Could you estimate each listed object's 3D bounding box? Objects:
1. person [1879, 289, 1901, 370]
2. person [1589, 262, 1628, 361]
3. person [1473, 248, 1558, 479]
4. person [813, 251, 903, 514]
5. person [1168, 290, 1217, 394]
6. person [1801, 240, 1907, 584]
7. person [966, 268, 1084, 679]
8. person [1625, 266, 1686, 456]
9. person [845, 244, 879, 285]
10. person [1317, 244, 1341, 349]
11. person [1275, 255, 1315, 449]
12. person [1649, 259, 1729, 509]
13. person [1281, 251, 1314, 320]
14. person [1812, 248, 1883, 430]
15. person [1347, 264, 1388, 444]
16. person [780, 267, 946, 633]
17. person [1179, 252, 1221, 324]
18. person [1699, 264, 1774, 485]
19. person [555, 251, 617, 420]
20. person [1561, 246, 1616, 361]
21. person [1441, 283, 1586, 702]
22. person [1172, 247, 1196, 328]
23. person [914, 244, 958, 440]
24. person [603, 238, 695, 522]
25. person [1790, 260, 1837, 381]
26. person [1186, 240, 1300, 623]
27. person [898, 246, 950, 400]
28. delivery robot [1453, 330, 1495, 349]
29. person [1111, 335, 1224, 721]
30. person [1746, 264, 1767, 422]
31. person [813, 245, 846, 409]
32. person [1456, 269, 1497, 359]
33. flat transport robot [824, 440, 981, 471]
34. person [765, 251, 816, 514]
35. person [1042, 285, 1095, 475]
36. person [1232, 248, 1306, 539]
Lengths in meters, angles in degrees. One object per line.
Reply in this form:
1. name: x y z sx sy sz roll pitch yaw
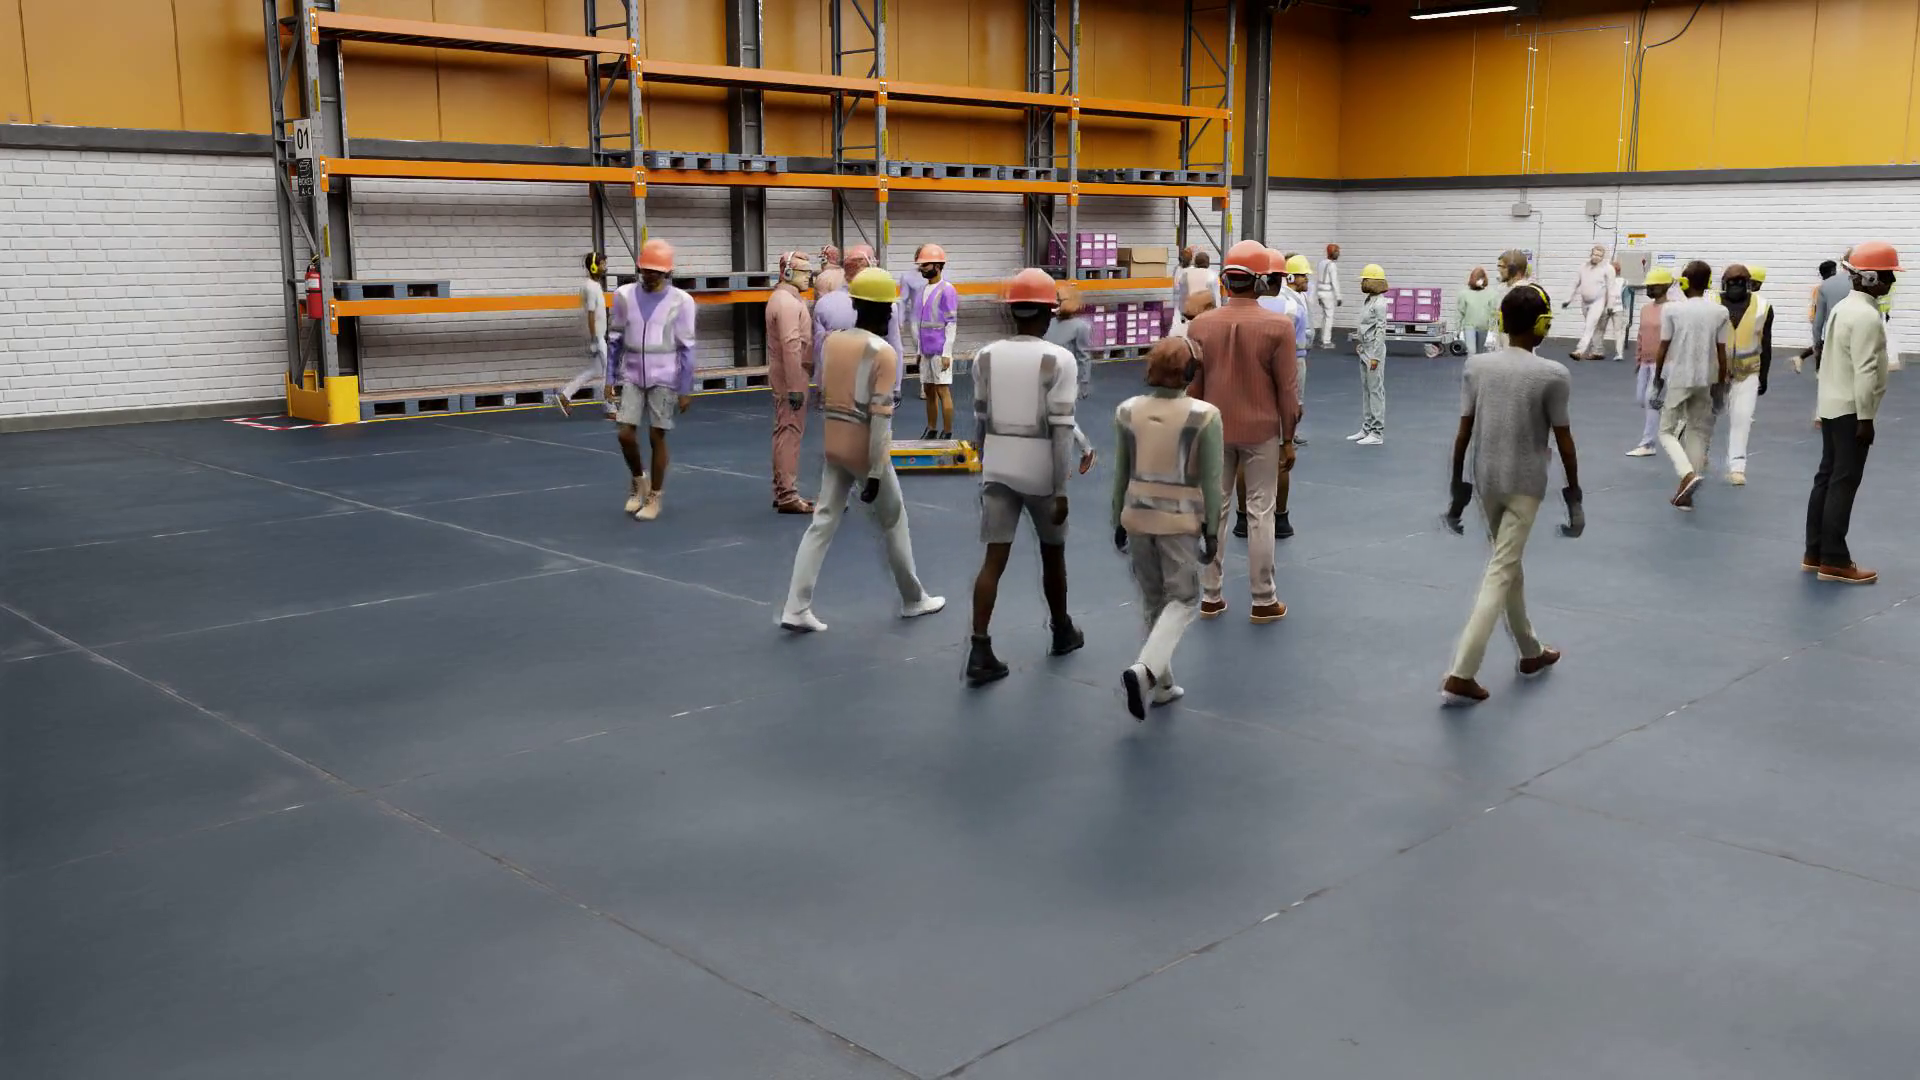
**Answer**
1. person: 13.809 -3.456 25.103 0.958 1.797 0.626 8 13 37
2. person: 10.562 -3.706 26.985 0.522 1.597 0.833 0 10 3
3. person: 4.521 -1.396 13.474 0.550 1.920 0.648 4 11 22
4. person: -0.729 -1.135 12.104 0.652 1.904 0.403 2 11 9
5. person: 1.756 -1.043 12.358 0.365 1.617 0.532 -9 14 -42
6. person: 5.256 -0.753 9.777 0.397 1.992 0.621 2 11 11
7. person: 0.288 -0.313 7.710 0.545 1.883 1.011 5 12 26
8. person: 6.453 -1.637 15.289 0.615 1.748 0.525 -3 11 -14
9. person: -1.022 -2.075 17.165 0.423 1.927 0.564 -4 11 -19
10. person: 6.612 -4.367 29.847 0.386 1.864 0.597 -1 10 -4
11. person: 3.171 -1.787 15.852 0.404 1.833 0.591 7 12 32
12. person: 5.358 -1.122 12.185 0.543 1.849 0.508 0 10 0
13. person: 3.920 -2.525 19.884 0.593 1.830 0.527 1 10 8
14. person: 9.329 -2.099 17.410 1.035 1.879 0.647 -6 12 -29
15. person: 3.989 -1.804 16.194 0.295 1.744 0.484 0 10 -2
16. person: -0.528 -0.457 8.547 0.587 1.872 1.037 10 14 42
17. person: 3.403 -3.174 23.571 0.639 1.784 0.979 5 11 24
18. person: 6.353 -1.386 13.800 0.657 1.803 0.873 3 11 18
19. person: -4.018 -2.217 18.157 0.782 1.849 0.522 -3 11 -14
20. person: 10.118 -3.790 26.715 0.962 1.843 0.665 -6 12 -28
21. person: 2.451 -0.211 7.321 0.998 1.817 0.547 -9 14 -40
22. person: 3.557 -3.684 26.213 0.593 1.826 1.045 8 13 39
23. person: -0.250 -1.788 15.573 0.360 1.939 0.543 -7 12 -32
24. person: -2.201 -1.106 11.687 0.706 1.997 0.491 2 11 9
25. person: 11.965 -3.061 23.209 0.553 1.679 0.545 8 13 38
26. person: 1.477 -0.557 8.707 0.608 1.995 0.377 5 12 27
27. person: -0.449 -2.722 20.821 0.651 1.890 1.035 2 11 8
28. delivery robot: 8.642 -3.393 27.844 0.707 0.478 0.477 6 12 31
29. person: 0.831 -0.043 6.942 0.518 1.614 0.642 7 13 34
30. person: 8.306 -2.095 17.873 0.781 1.721 0.534 -5 11 -23
31. person: -1.510 -2.472 19.391 0.402 1.906 0.652 6 12 28
32. person: 6.801 -2.770 21.889 0.507 1.581 0.895 0 10 2
33. flat transport robot: -0.452 -0.728 14.342 1.431 0.197 0.652 -1 10 -5
34. person: -1.209 -1.150 12.188 0.402 1.904 0.651 -2 11 -11
35. person: 0.857 -1.286 13.709 0.407 1.621 0.506 -9 13 -39
36. person: 2.031 -0.973 11.139 0.548 1.934 0.376 3 11 14
